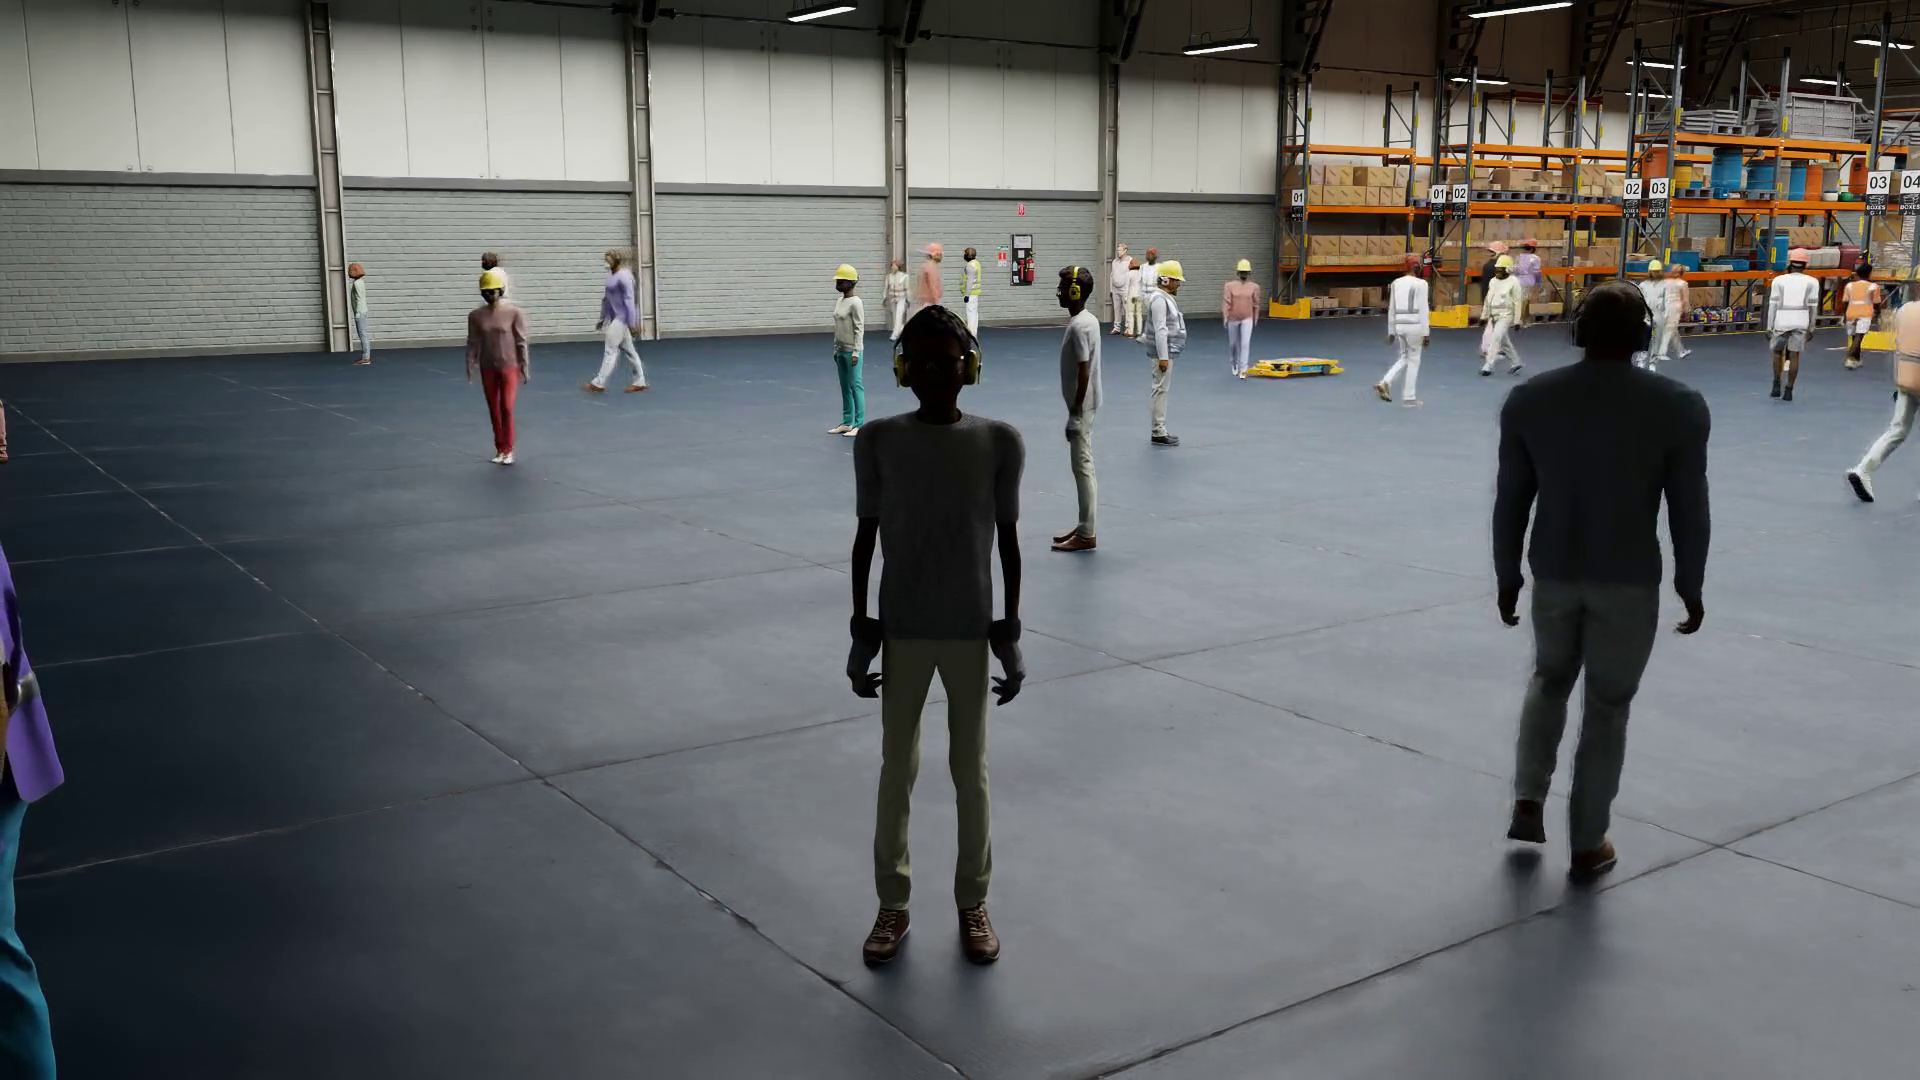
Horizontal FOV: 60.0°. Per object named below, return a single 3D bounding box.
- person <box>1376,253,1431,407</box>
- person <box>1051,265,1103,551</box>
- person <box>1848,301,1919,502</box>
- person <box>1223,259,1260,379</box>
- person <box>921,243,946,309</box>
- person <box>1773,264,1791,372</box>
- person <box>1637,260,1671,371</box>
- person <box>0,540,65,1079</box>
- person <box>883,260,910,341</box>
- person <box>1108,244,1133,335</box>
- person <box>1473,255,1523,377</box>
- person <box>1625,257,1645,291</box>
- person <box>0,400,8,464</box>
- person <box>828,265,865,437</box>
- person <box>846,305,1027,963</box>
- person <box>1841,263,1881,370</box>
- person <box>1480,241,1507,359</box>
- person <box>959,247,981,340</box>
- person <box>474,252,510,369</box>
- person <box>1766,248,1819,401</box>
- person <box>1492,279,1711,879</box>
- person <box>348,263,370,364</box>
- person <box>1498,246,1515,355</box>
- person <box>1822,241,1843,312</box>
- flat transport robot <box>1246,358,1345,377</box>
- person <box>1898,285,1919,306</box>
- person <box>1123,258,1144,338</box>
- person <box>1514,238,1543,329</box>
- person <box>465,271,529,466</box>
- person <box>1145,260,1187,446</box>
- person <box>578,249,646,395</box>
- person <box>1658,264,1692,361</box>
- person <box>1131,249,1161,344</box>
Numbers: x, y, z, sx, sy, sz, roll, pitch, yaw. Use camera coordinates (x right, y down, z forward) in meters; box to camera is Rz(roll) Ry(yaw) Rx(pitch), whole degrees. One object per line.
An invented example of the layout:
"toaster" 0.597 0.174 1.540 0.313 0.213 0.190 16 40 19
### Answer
"person" 5.385 -2.520 20.049 0.511 1.868 0.580 -5 11 -24
"person" 0.763 -0.854 10.909 0.334 1.873 0.521 2 10 10
"person" 7.363 -1.215 12.832 0.871 1.898 0.597 -2 11 -12
"person" 4.124 -3.250 24.403 0.521 1.739 0.804 2 11 11
"person" -0.381 -3.986 27.878 1.007 1.936 0.648 0 10 3
"person" 12.712 -3.420 25.475 0.532 1.685 0.409 5 11 24
"person" 10.482 -3.369 25.175 0.491 1.694 0.910 5 12 27
"person" -2.032 0.542 3.342 0.392 1.837 0.563 -9 14 -42
"person" -1.260 -4.758 33.079 0.542 1.591 0.880 5 12 27
"person" 3.388 -5.238 34.841 0.652 1.906 0.402 10 14 42
"person" 8.021 -3.299 24.540 0.926 1.796 0.581 -4 11 -19
"person" 15.476 -5.695 38.220 0.878 1.579 0.512 -9 13 -40
"person" -8.898 -1.620 15.024 0.402 1.904 0.638 -8 13 -37
"person" -1.169 -1.959 17.245 0.309 1.772 0.525 -6 12 -30
"person" -0.067 0.275 4.718 0.513 1.872 0.328 0 10 -1
"person" 14.012 -3.476 25.900 0.889 1.659 0.534 -9 14 -40
"person" 8.994 -4.037 28.020 0.407 1.990 0.633 0 10 -2
"person" 0.198 -4.906 33.194 0.429 1.847 0.626 2 11 12
"person" -7.243 -3.480 25.442 0.784 1.815 0.661 1 10 6
"person" 10.554 -2.734 21.117 0.575 1.904 0.778 4 11 23
"person" 2.058 0.133 5.367 0.645 1.925 0.442 8 13 37
"person" -9.752 -3.668 26.981 0.266 1.632 0.509 -3 11 -14
"person" 9.474 -4.203 29.169 0.406 1.906 0.654 1 10 7
"person" 23.963 -7.230 45.695 0.904 1.939 0.617 -7 13 -36
"flat transport robot" 5.001 -2.585 24.785 1.431 0.197 0.652 -7 13 -35
"person" 19.206 -4.989 33.429 0.622 1.932 0.369 5 11 25
"person" 3.570 -4.942 33.993 0.511 1.622 0.284 -6 12 -31
"person" 12.792 -5.727 37.244 0.922 2.004 0.633 -6 12 -31
"person" -4.197 -1.535 14.982 0.543 1.743 0.661 1 10 6
"person" 2.040 -1.850 16.498 0.403 1.823 0.587 2 10 9
"person" -4.558 -2.831 21.683 1.000 1.891 0.641 -5 11 -25
"person" 11.998 -3.799 27.779 0.831 1.591 0.542 -4 11 -19
"person" 3.679 -4.700 32.123 0.593 1.833 1.005 10 14 43
